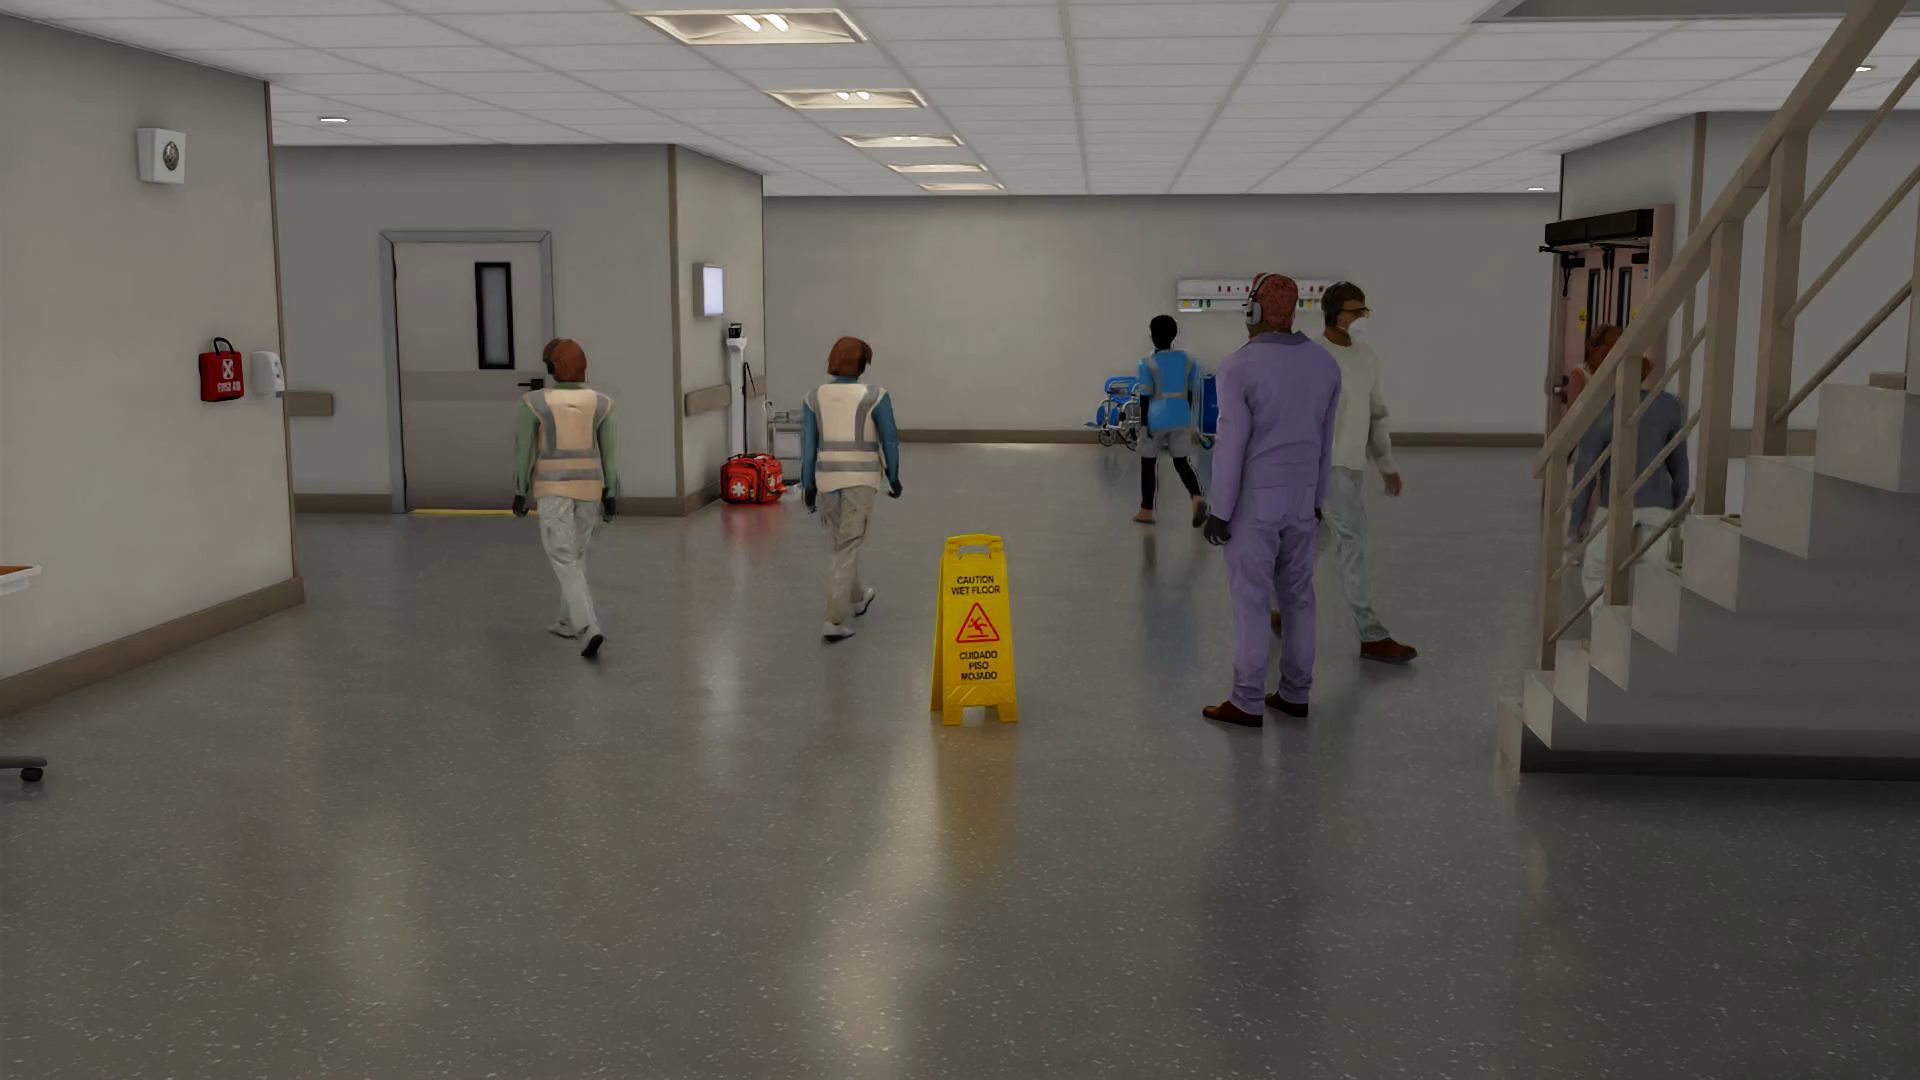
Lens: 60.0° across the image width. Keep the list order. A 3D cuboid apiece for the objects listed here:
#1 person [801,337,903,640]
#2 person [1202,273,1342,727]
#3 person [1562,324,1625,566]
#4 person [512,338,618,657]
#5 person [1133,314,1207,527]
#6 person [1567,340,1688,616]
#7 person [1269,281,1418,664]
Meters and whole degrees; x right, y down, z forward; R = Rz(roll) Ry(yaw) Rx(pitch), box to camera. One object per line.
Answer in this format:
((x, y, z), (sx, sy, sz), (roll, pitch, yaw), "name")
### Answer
((-0.576, -0.293, 8.977), (0.495, 1.588, 0.886), (4, 9, 24), "person")
((1.292, -0.167, 7.050), (0.643, 1.909, 0.410), (-6, 10, -33), "person")
((4.273, -0.628, 11.160), (0.537, 1.619, 0.433), (-3, 9, -22), "person")
((-1.987, -0.227, 8.496), (0.510, 1.603, 0.838), (-6, 10, -37), "person")
((1.648, -0.926, 13.004), (0.536, 1.669, 0.750), (-3, 9, -20), "person")
((3.112, -0.119, 7.735), (0.594, 1.614, 0.365), (-1, 8, -6), "person")
((1.895, -0.362, 8.454), (1.012, 1.897, 0.644), (8, 11, 43), "person")
